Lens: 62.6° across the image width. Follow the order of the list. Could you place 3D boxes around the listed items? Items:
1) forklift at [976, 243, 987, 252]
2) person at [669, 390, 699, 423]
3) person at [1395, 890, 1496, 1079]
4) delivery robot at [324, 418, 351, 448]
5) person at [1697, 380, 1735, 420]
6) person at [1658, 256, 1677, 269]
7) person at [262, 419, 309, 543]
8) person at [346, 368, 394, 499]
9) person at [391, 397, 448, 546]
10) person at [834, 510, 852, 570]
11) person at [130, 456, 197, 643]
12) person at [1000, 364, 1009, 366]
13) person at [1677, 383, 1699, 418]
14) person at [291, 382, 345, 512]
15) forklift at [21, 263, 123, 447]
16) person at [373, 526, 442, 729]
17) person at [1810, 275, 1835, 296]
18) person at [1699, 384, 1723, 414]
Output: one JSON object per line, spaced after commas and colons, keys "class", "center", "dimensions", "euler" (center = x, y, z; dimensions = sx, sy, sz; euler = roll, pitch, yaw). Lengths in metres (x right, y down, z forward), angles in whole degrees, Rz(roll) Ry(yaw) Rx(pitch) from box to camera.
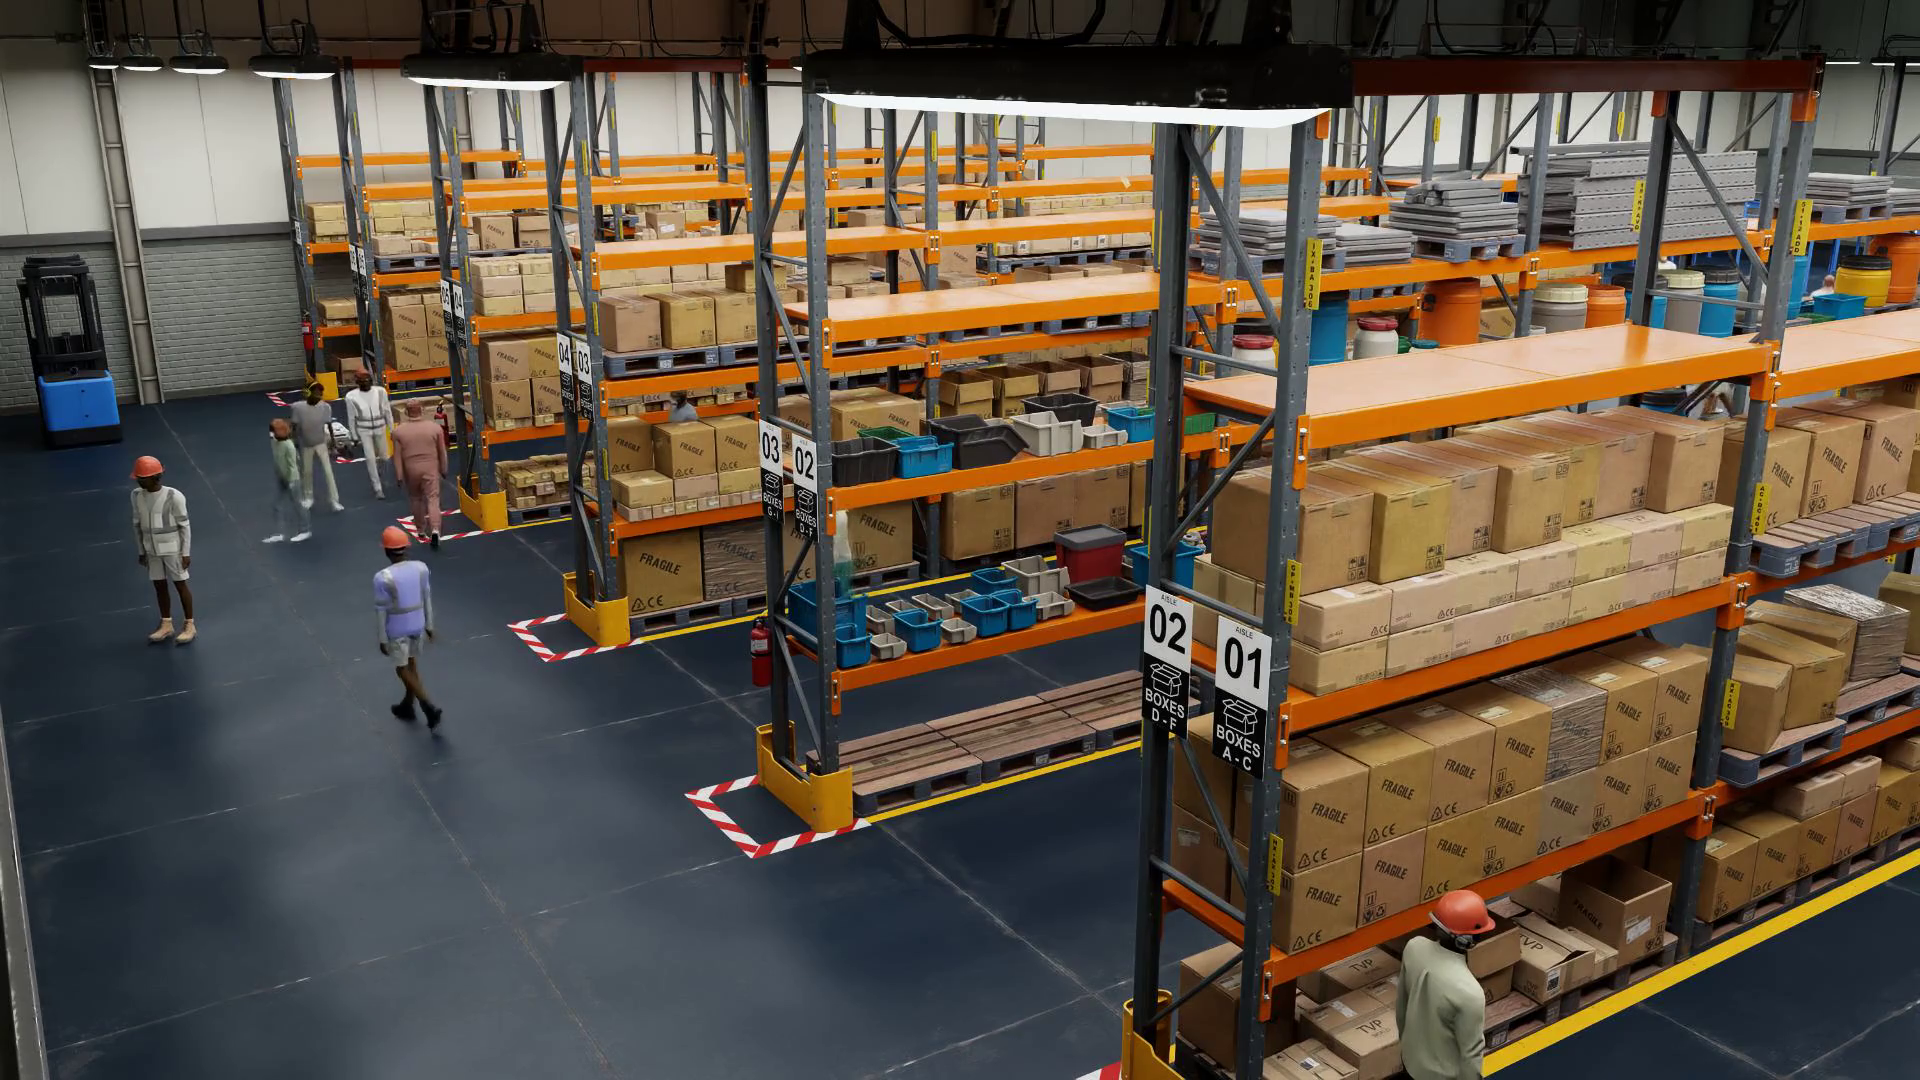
{"class": "forklift", "center": [0.988, -5.474, 34.718], "dimensions": [1.214, 2.155, 2.313], "euler": [-10, 20, -31]}
{"class": "person", "center": [-3.638, -1.117, 20.794], "dimensions": [0.373, 1.940, 0.628], "euler": [-12, 21, -35]}
{"class": "person", "center": [2.490, 2.709, 8.152], "dimensions": [0.396, 1.992, 0.623], "euler": [-6, 18, -19]}
{"class": "delivery robot", "center": [-9.862, -1.681, 24.880], "dimensions": [0.477, 0.478, 0.707], "euler": [-10, 20, -33]}
{"class": "person", "center": [12.635, -2.746, 26.271], "dimensions": [1.085, 1.873, 0.522], "euler": [-2, 17, -7]}
{"class": "person", "center": [15.773, -5.633, 35.632], "dimensions": [0.633, 1.922, 0.640], "euler": [3, 17, 10]}
{"class": "person", "center": [-8.663, -0.734, 20.070], "dimensions": [0.523, 1.608, 0.670], "euler": [12, 21, 35]}
{"class": "person", "center": [-8.303, -1.525, 22.270], "dimensions": [0.610, 1.857, 0.538], "euler": [-9, 19, -27]}
{"class": "person", "center": [-6.873, -0.884, 20.143], "dimensions": [0.647, 1.876, 0.918], "euler": [-6, 18, -20]}
{"class": "person", "center": [-1.372, 0.207, 16.769], "dimensions": [0.530, 1.747, 0.527], "euler": [-9, 19, -27]}
{"class": "person", "center": [-8.404, 0.100, 16.631], "dimensions": [0.609, 2.040, 0.395], "euler": [3, 17, 10]}
{"class": "person", "center": [0.583, -1.663, 22.855], "dimensions": [0.940, 1.784, 0.610], "euler": [-14, 22, -38]}
{"class": "person", "center": [11.576, -2.309, 25.110], "dimensions": [0.319, 1.684, 0.576], "euler": [14, 22, 37]}
{"class": "person", "center": [-8.780, -1.269, 21.510], "dimensions": [0.581, 1.806, 0.821], "euler": [-7, 18, -21]}
{"class": "forklift", "center": [-14.518, -3.079, 25.708], "dimensions": [1.129, 2.768, 1.873], "euler": [-10, 20, -31]}
{"class": "person", "center": [-5.073, 0.811, 14.524], "dimensions": [0.831, 1.915, 0.548], "euler": [13, 21, 36]}
{"class": "person", "center": [17.155, -4.306, 31.344], "dimensions": [0.650, 1.892, 0.559], "euler": [7, 18, 22]}
{"class": "person", "center": [12.956, -3.114, 27.459], "dimensions": [0.889, 1.872, 0.636], "euler": [-6, 18, -20]}
